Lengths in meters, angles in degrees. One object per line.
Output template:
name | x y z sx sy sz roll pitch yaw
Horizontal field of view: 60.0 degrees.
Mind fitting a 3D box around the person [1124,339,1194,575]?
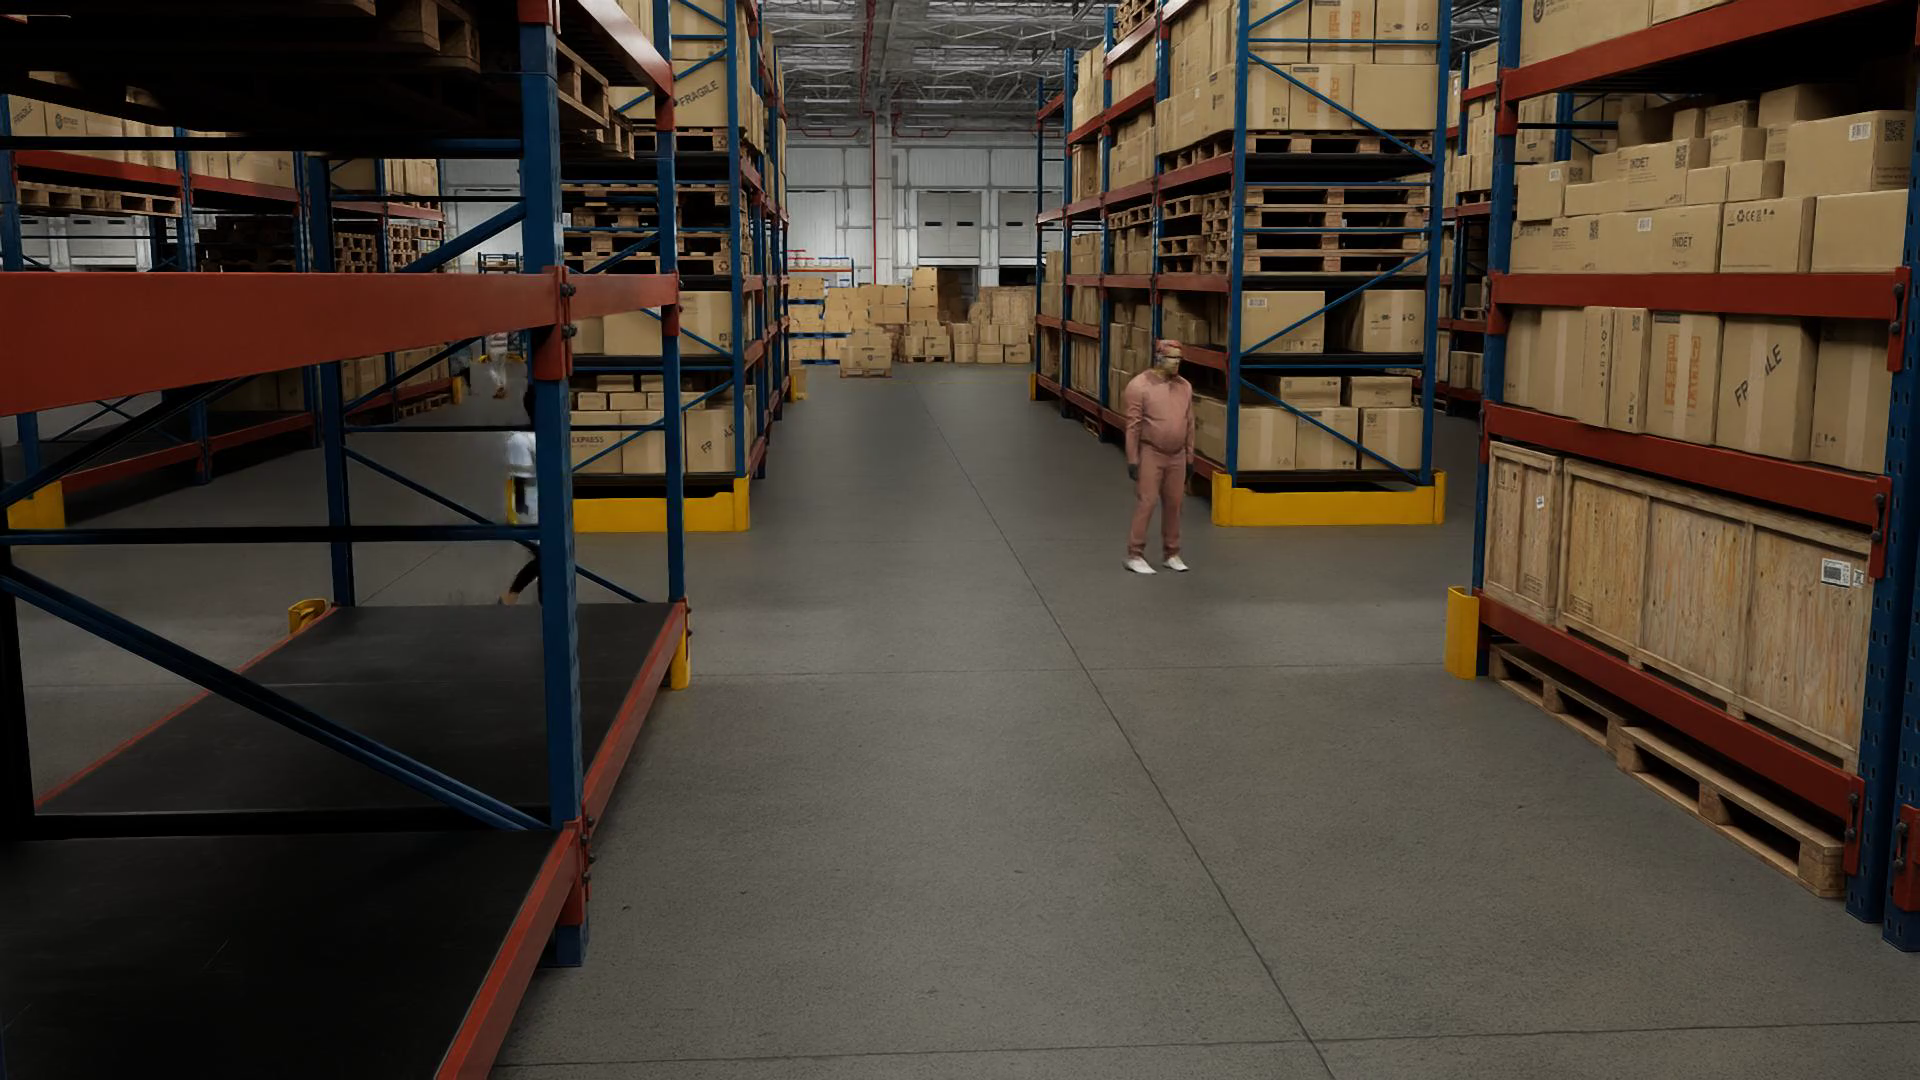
person | 1.633 -0.670 13.437 0.649 1.900 0.401 -5 10 -28

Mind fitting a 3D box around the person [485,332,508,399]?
person | -8.956 -3.640 32.137 0.399 1.870 0.583 6 11 33

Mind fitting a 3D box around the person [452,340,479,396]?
person | -9.986 -3.716 33.267 0.737 1.673 0.544 3 9 17

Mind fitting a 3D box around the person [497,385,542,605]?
person | -2.829 -0.207 11.141 0.406 1.685 0.551 3 10 19
